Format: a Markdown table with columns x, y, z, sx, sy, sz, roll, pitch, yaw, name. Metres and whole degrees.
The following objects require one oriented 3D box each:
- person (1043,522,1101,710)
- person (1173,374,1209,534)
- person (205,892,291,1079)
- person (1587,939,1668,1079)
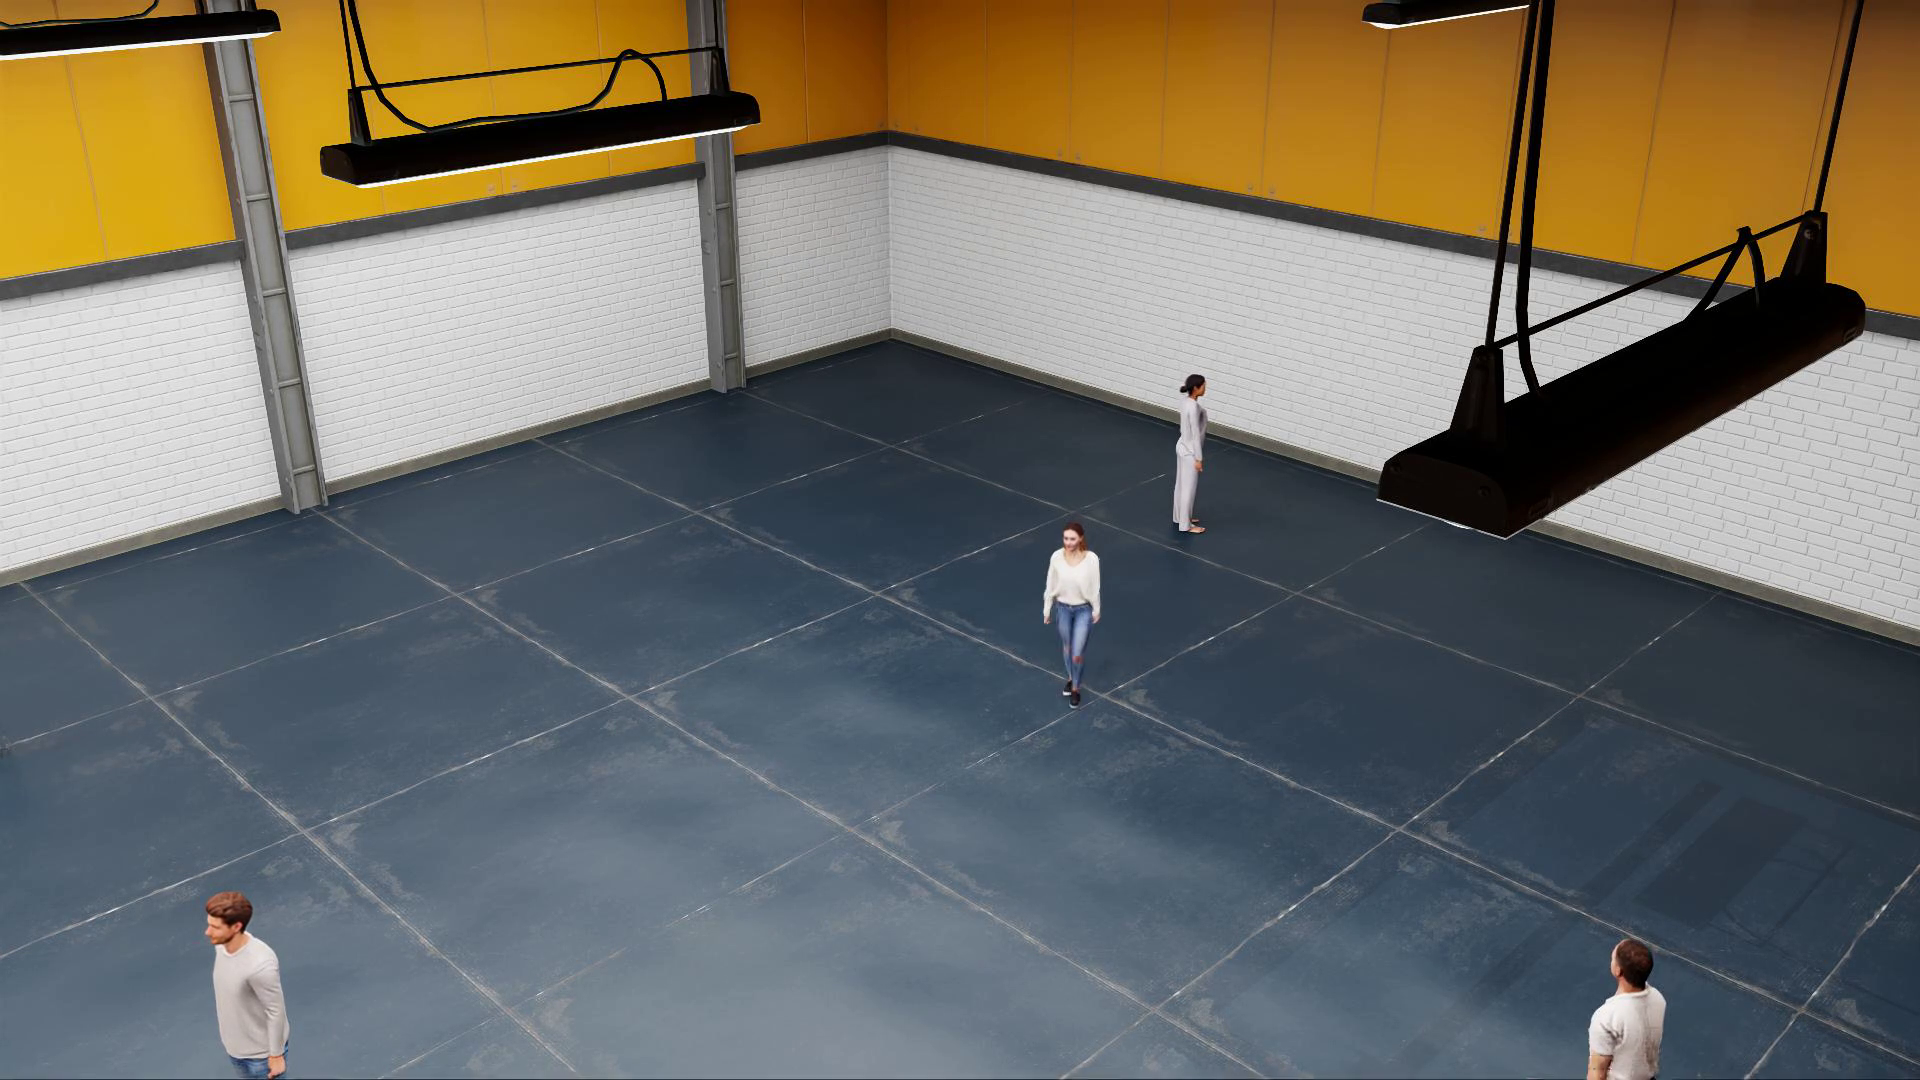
| x | y | z | sx | sy | sz | roll | pitch | yaw | name |
| --- | --- | --- | --- | --- | --- | --- | --- | --- | --- |
| 1.009 | 0.595 | 14.496 | 0.802 | 1.674 | 0.859 | 8 | 25 | 17 | person |
| 2.480 | -0.956 | 17.960 | 0.748 | 1.740 | 0.715 | -3 | 24 | -6 | person |
| -3.912 | 2.763 | 9.248 | 0.699 | 1.904 | 0.613 | 17 | 29 | 33 | person |
| 3.564 | 2.994 | 8.816 | 1.157 | 1.827 | 0.996 | -10 | 26 | -22 | person |
